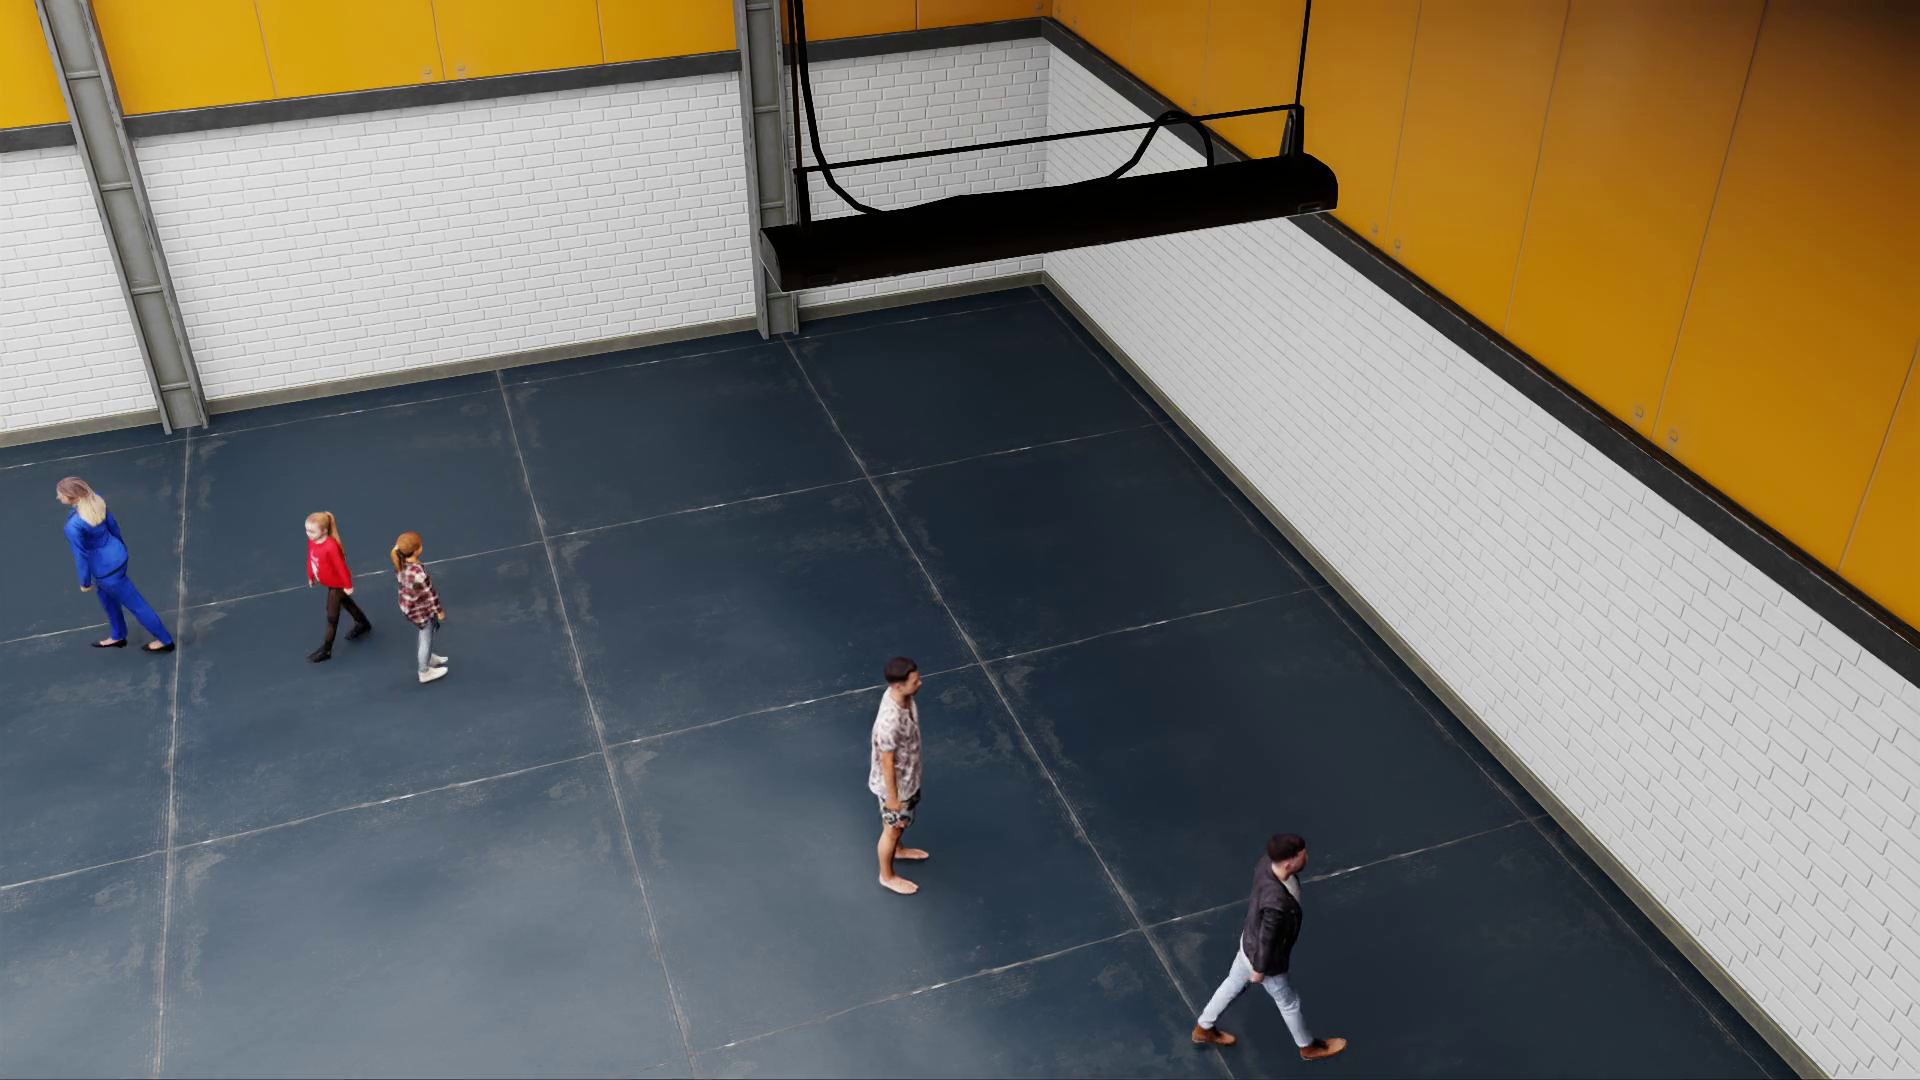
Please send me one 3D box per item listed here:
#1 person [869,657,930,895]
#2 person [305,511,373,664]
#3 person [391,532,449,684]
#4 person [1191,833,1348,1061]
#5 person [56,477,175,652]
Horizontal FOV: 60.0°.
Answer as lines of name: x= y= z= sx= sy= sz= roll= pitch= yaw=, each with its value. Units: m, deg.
person: x=-0.420 y=1.497 z=10.783 sx=0.754 sy=1.813 sz=0.753 roll=7 pitch=34 yaw=10
person: x=-4.870 y=0.302 z=13.087 sx=0.779 sy=1.252 sz=0.932 roll=25 pitch=41 yaw=32
person: x=-4.189 y=0.538 z=12.696 sx=0.596 sy=1.293 sz=0.588 roll=-22 pitch=40 yaw=-30
person: x=1.658 y=2.343 z=9.521 sx=1.230 sy=1.800 sz=0.945 roll=0 pitch=34 yaw=0
person: x=-6.495 y=0.206 z=12.859 sx=0.937 sy=1.664 sz=0.769 roll=2 pitch=34 yaw=3
